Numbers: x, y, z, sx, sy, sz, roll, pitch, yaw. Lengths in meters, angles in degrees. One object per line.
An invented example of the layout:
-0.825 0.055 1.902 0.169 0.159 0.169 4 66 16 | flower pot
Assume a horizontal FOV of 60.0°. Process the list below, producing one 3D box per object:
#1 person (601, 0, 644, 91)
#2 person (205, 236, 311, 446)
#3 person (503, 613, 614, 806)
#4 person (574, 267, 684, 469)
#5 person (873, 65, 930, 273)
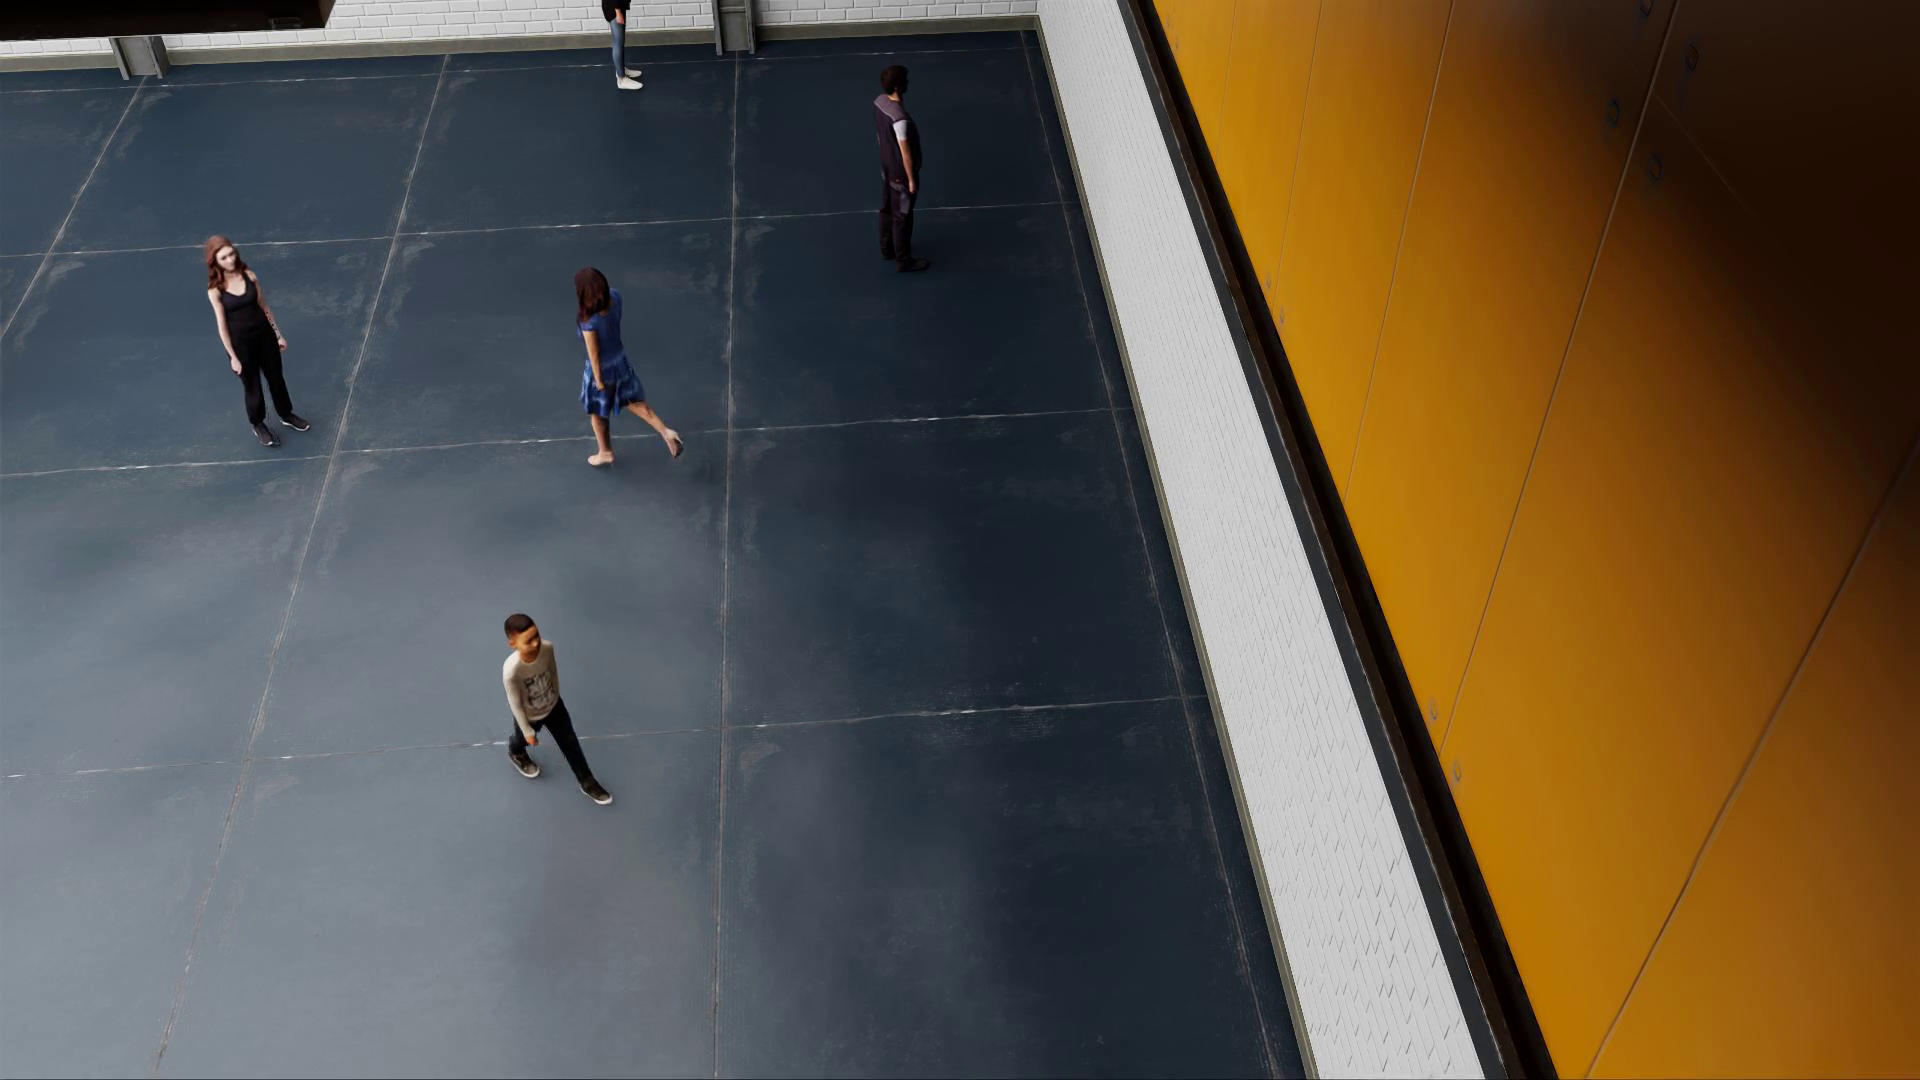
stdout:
-3.380 -5.245 16.295 0.521 1.647 0.566 -6 44 -6 | person
-5.258 -1.493 12.283 0.760 1.748 0.710 25 49 24 | person
-2.574 0.978 9.916 1.026 1.436 0.970 30 51 28 | person
-2.440 -1.181 11.928 1.126 1.786 0.942 14 45 14 | person
-0.526 -3.109 13.907 0.712 1.848 0.732 -21 47 -20 | person
